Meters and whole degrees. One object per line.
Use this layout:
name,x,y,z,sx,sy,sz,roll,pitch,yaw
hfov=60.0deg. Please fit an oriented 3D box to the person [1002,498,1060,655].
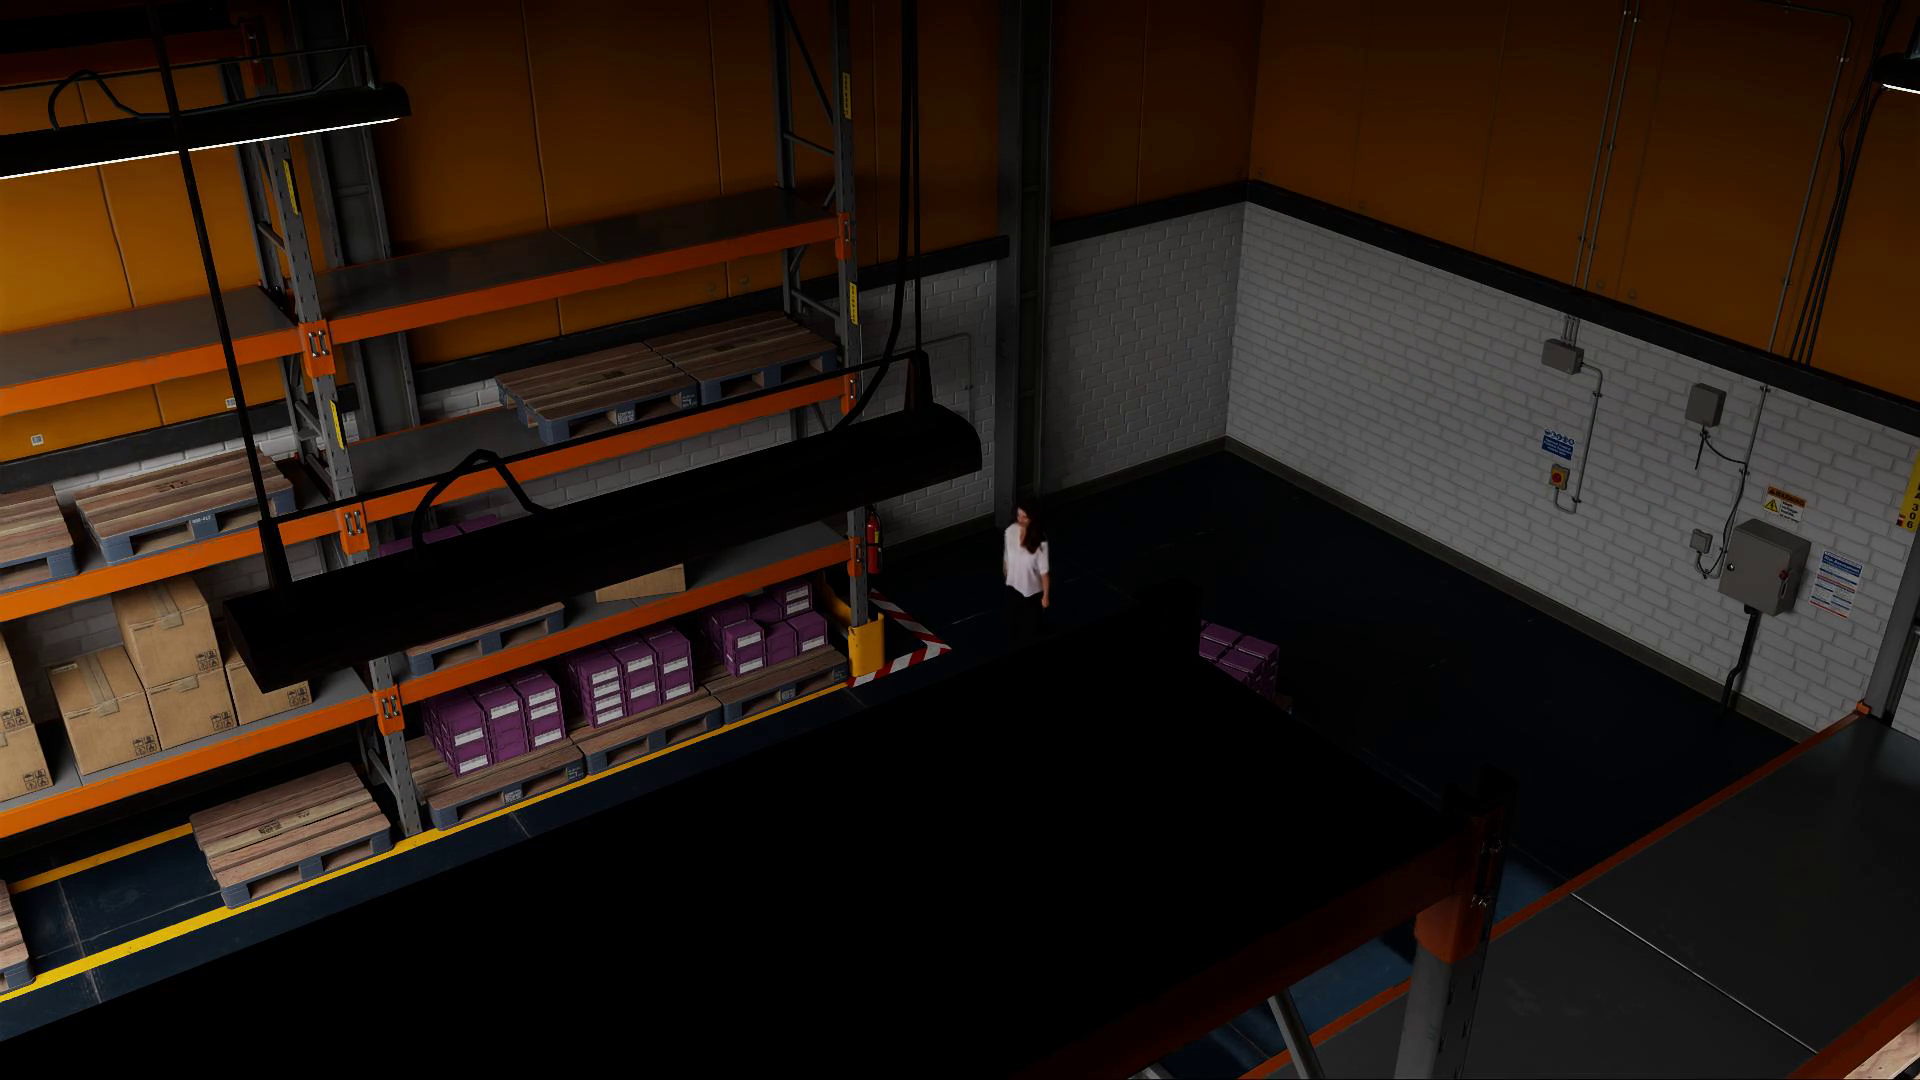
person,0.612,0.396,14.056,0.814,1.772,1.040,19,34,31
